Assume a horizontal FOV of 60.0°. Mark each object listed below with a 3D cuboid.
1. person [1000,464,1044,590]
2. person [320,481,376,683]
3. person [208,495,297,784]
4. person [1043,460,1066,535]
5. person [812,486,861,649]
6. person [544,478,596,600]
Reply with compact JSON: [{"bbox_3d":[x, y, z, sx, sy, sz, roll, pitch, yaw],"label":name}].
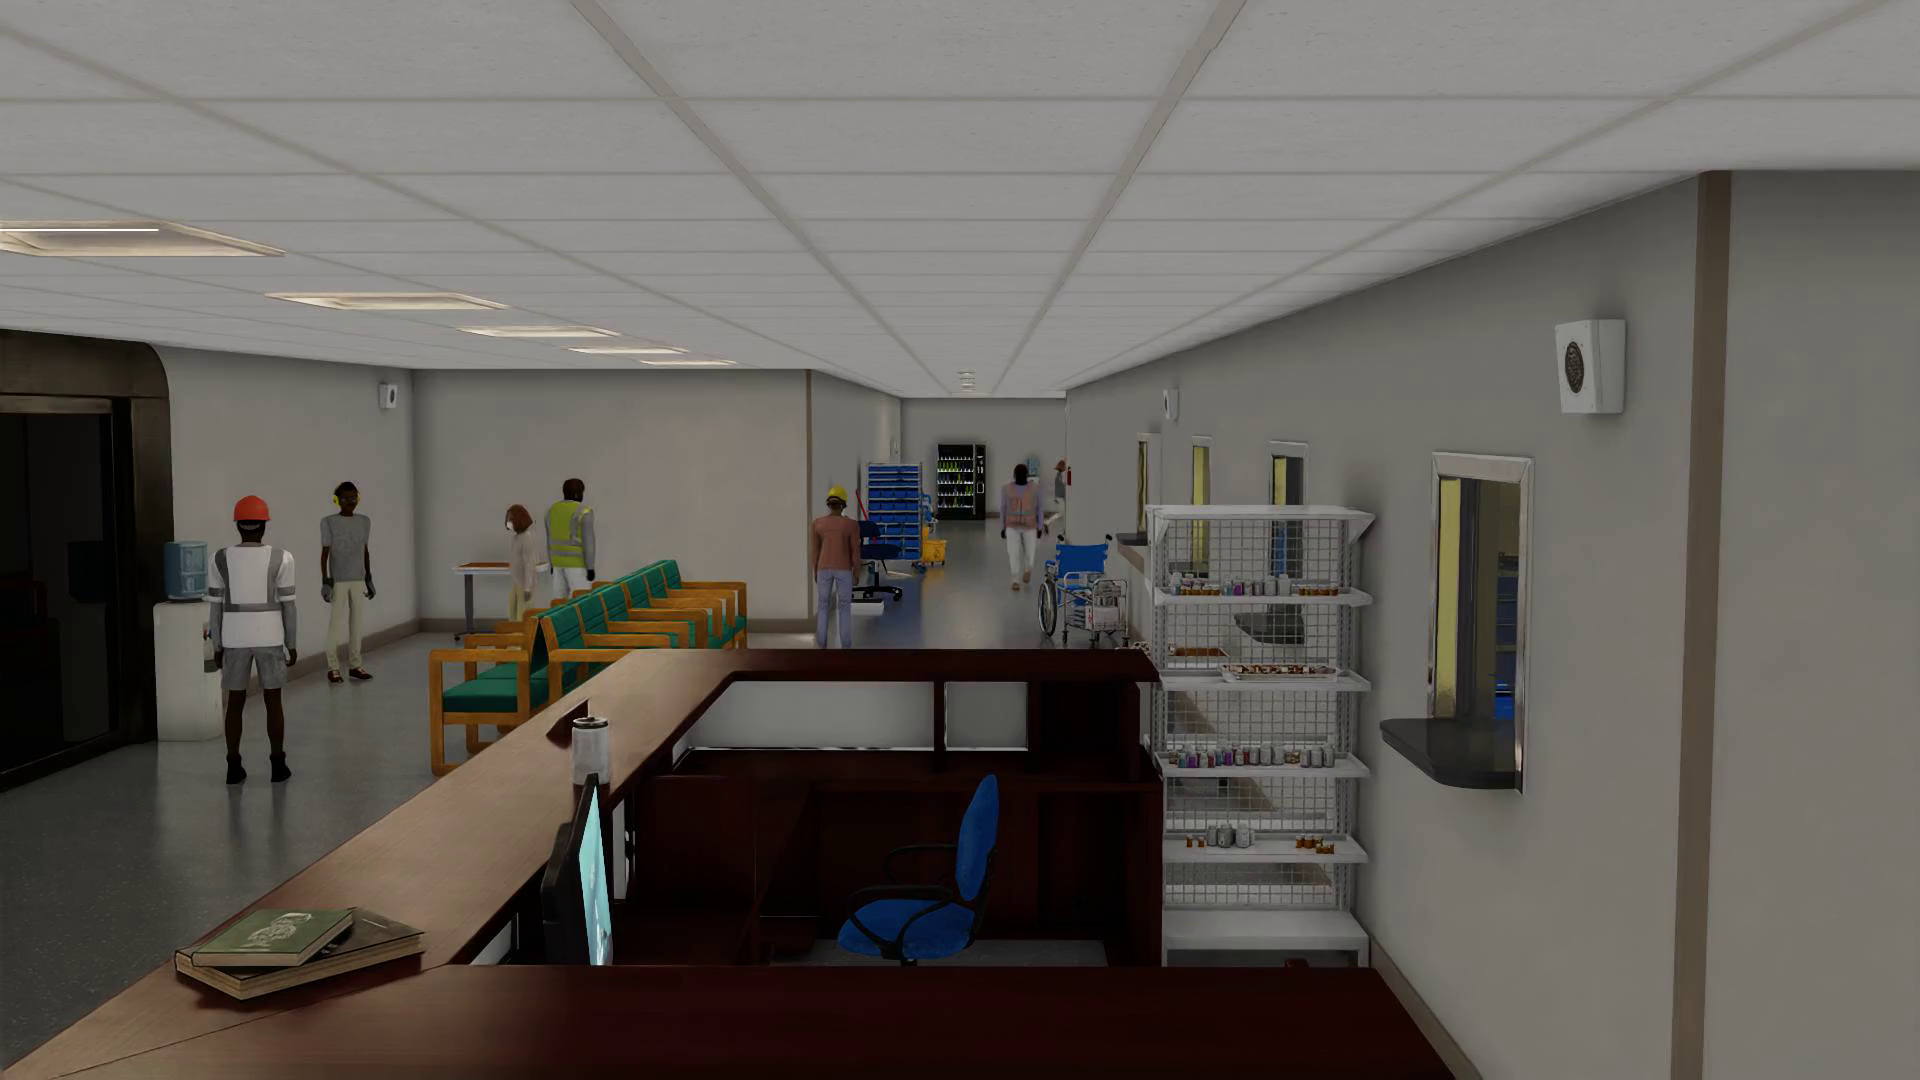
[{"bbox_3d":[0.891,-0.198,24.018,0.630,1.824,0.689,0,4,3],"label":"person"},{"bbox_3d":[-5.682,0.386,15.452,0.319,1.870,0.521,4,5,41],"label":"person"},{"bbox_3d":[-4.728,0.664,11.150,0.546,1.929,0.387,-1,4,-13],"label":"person"},{"bbox_3d":[2.098,-0.894,35.214,0.703,1.607,0.503,-1,4,-9],"label":"person"},{"bbox_3d":[-1.274,0.320,17.171,0.518,1.756,0.349,1,4,9],"label":"person"},{"bbox_3d":[-4.083,0.262,17.513,0.635,1.834,0.430,2,5,29],"label":"person"}]
